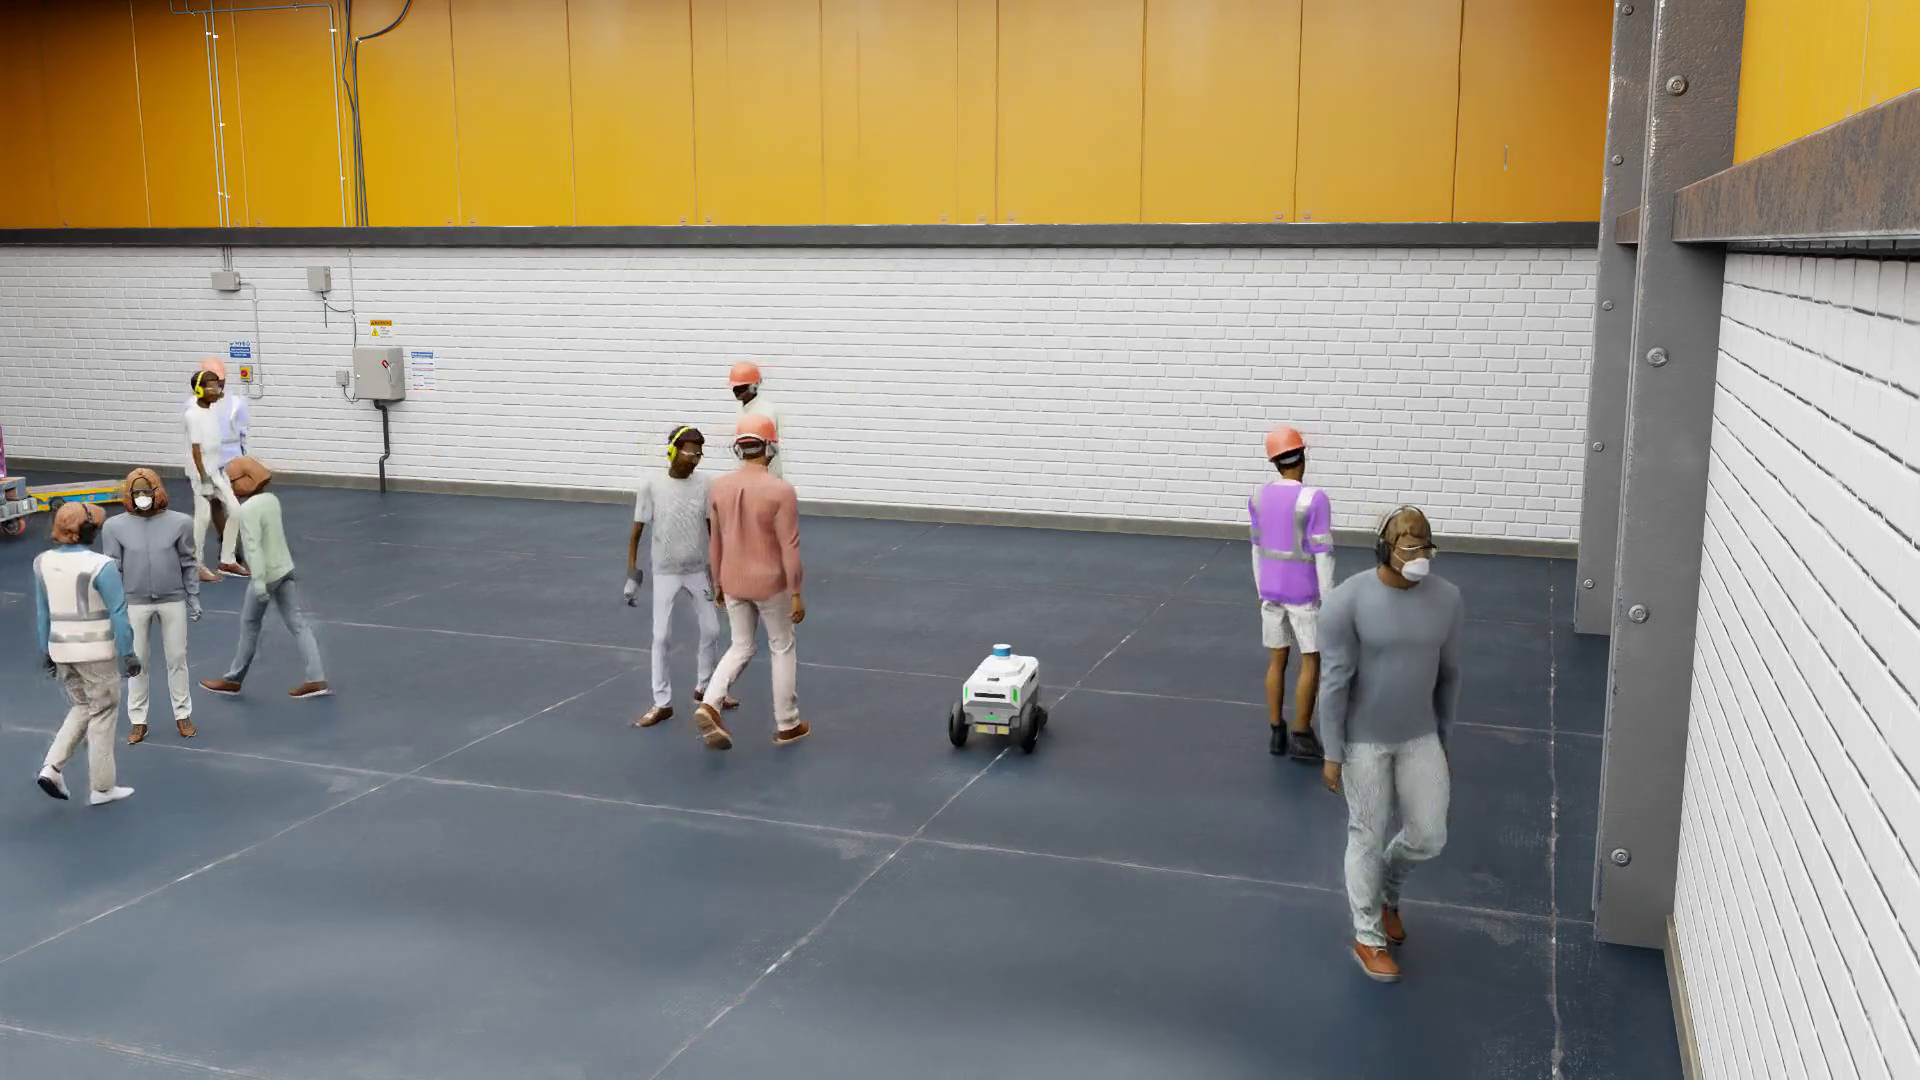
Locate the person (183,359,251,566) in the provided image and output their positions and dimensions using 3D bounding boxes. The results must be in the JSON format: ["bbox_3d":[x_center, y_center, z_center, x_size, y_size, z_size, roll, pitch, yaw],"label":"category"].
[{"bbox_3d":[-6.785,-0.706,15.219,0.553,1.884,0.992,-3,11,-19],"label":"person"}]

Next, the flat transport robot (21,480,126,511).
[{"bbox_3d":[-9.874,-0.511,18.681,1.431,0.197,0.652,-9,13,-41],"label":"flat transport robot"}]

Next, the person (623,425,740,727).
[{"bbox_3d":[-1.701,0.210,10.209,0.785,1.844,0.414,-5,11,-25],"label":"person"}]

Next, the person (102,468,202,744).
[{"bbox_3d":[-4.756,0.381,9.818,0.507,1.632,0.268,-5,11,-26],"label":"person"}]

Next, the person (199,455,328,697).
[{"bbox_3d":[-4.501,0.246,10.694,0.841,1.578,0.513,1,10,3],"label":"person"}]

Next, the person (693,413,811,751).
[{"bbox_3d":[-1.223,0.263,9.576,0.644,1.962,0.772,5,11,28],"label":"person"}]

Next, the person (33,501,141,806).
[{"bbox_3d":[-4.547,0.599,8.634,0.517,1.623,0.394,4,11,20],"label":"person"}]

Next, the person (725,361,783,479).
[{"bbox_3d":[-1.743,-0.524,13.965,0.473,1.967,0.611,-9,13,-41],"label":"person"}]

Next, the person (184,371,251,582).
[{"bbox_3d":[-6.444,-0.544,14.414,0.648,1.844,0.573,0,10,-1],"label":"person"}]

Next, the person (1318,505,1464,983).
[{"bbox_3d":[1.706,0.801,6.635,0.638,1.920,0.462,-2,10,-13],"label":"person"}]

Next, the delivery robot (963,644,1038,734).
[{"bbox_3d":[0.248,0.863,9.880,0.477,0.478,0.707,2,10,12],"label":"delivery robot"}]

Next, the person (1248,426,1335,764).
[{"bbox_3d":[1.934,0.311,9.502,0.361,1.898,0.697,-8,13,-38],"label":"person"}]
